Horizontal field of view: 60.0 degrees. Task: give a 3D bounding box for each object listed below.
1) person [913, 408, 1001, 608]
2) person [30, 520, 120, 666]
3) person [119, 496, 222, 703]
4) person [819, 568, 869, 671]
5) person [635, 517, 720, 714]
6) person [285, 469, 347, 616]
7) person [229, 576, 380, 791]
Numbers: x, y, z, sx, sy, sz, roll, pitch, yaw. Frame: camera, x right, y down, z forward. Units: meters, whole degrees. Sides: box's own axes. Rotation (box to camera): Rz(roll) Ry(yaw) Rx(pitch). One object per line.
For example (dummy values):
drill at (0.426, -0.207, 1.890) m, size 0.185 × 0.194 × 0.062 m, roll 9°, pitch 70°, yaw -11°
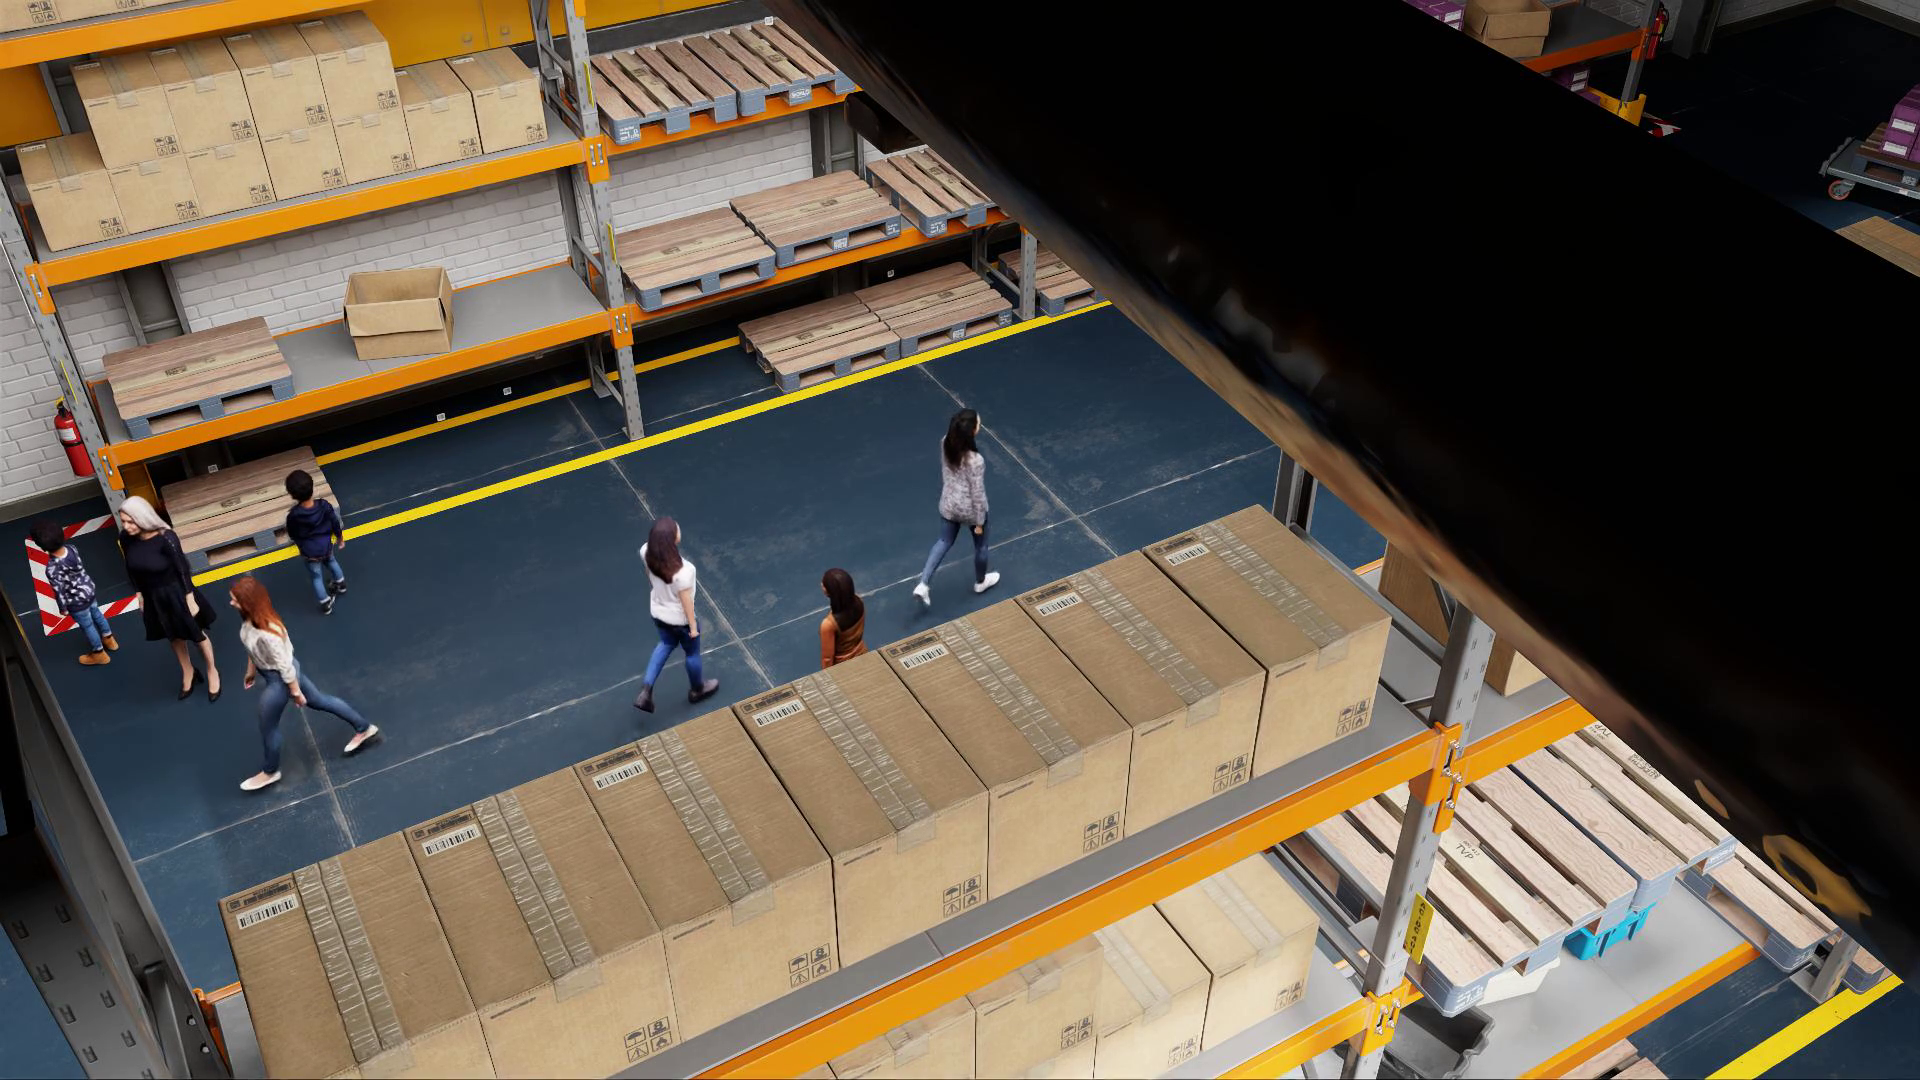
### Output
person at (-0.045, -0.210, 12.235) m, size 0.838 × 1.710 × 1.109 m, roll 30°, pitch 47°, yaw 32°
person at (-6.324, 0.362, 11.886) m, size 0.626 × 1.253 × 0.579 m, roll 5°, pitch 39°, yaw 6°
person at (-5.431, 0.414, 11.425) m, size 0.683 × 1.746 × 0.763 m, roll 4°, pitch 39°, yaw 6°
person at (-0.749, 0.854, 10.924) m, size 0.697 × 1.683 × 0.592 m, roll 21°, pitch 43°, yaw 24°
person at (-2.005, 0.565, 11.300) m, size 0.821 × 1.666 × 1.006 m, roll 26°, pitch 45°, yaw 29°
person at (-4.792, 0.047, 12.317) m, size 0.567 × 1.206 × 0.611 m, roll -18°, pitch 42°, yaw -21°
person at (-4.340, 0.870, 10.902) m, size 1.168 × 1.686 × 0.627 m, roll -17°, pitch 42°, yaw -20°
